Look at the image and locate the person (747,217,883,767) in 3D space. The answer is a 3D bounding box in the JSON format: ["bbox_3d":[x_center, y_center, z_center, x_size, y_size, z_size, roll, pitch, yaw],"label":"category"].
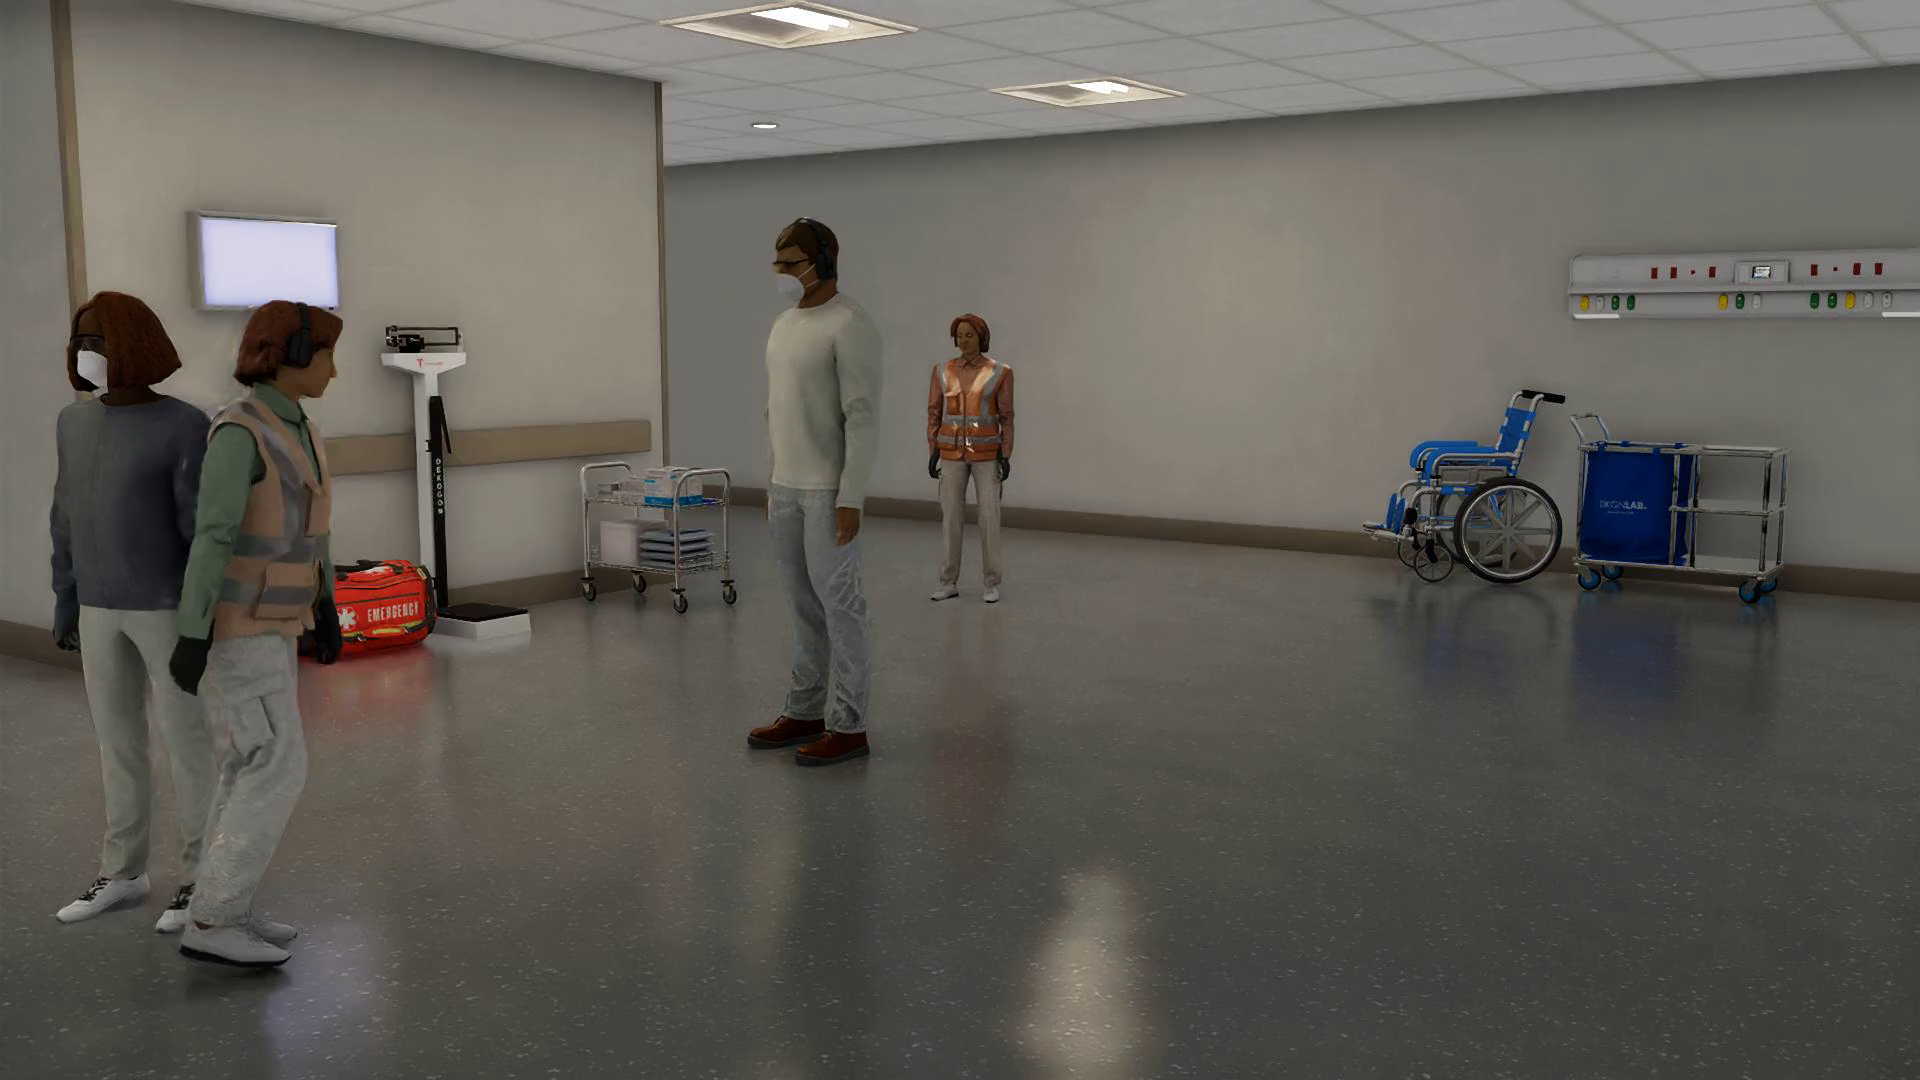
[{"bbox_3d":[-0.517,-0.171,5.953,0.373,1.936,0.629,-5,9,-37],"label":"person"}]

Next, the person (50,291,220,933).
[{"bbox_3d":[-2.116,0.186,4.271,0.497,1.634,0.278,2,7,17],"label":"person"}]

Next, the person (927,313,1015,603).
[{"bbox_3d":[0.060,-0.462,9.470,0.514,1.641,0.309,2,7,16],"label":"person"}]

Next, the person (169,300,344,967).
[{"bbox_3d":[-1.717,0.221,4.072,0.454,1.606,0.533,-1,7,-7],"label":"person"}]
